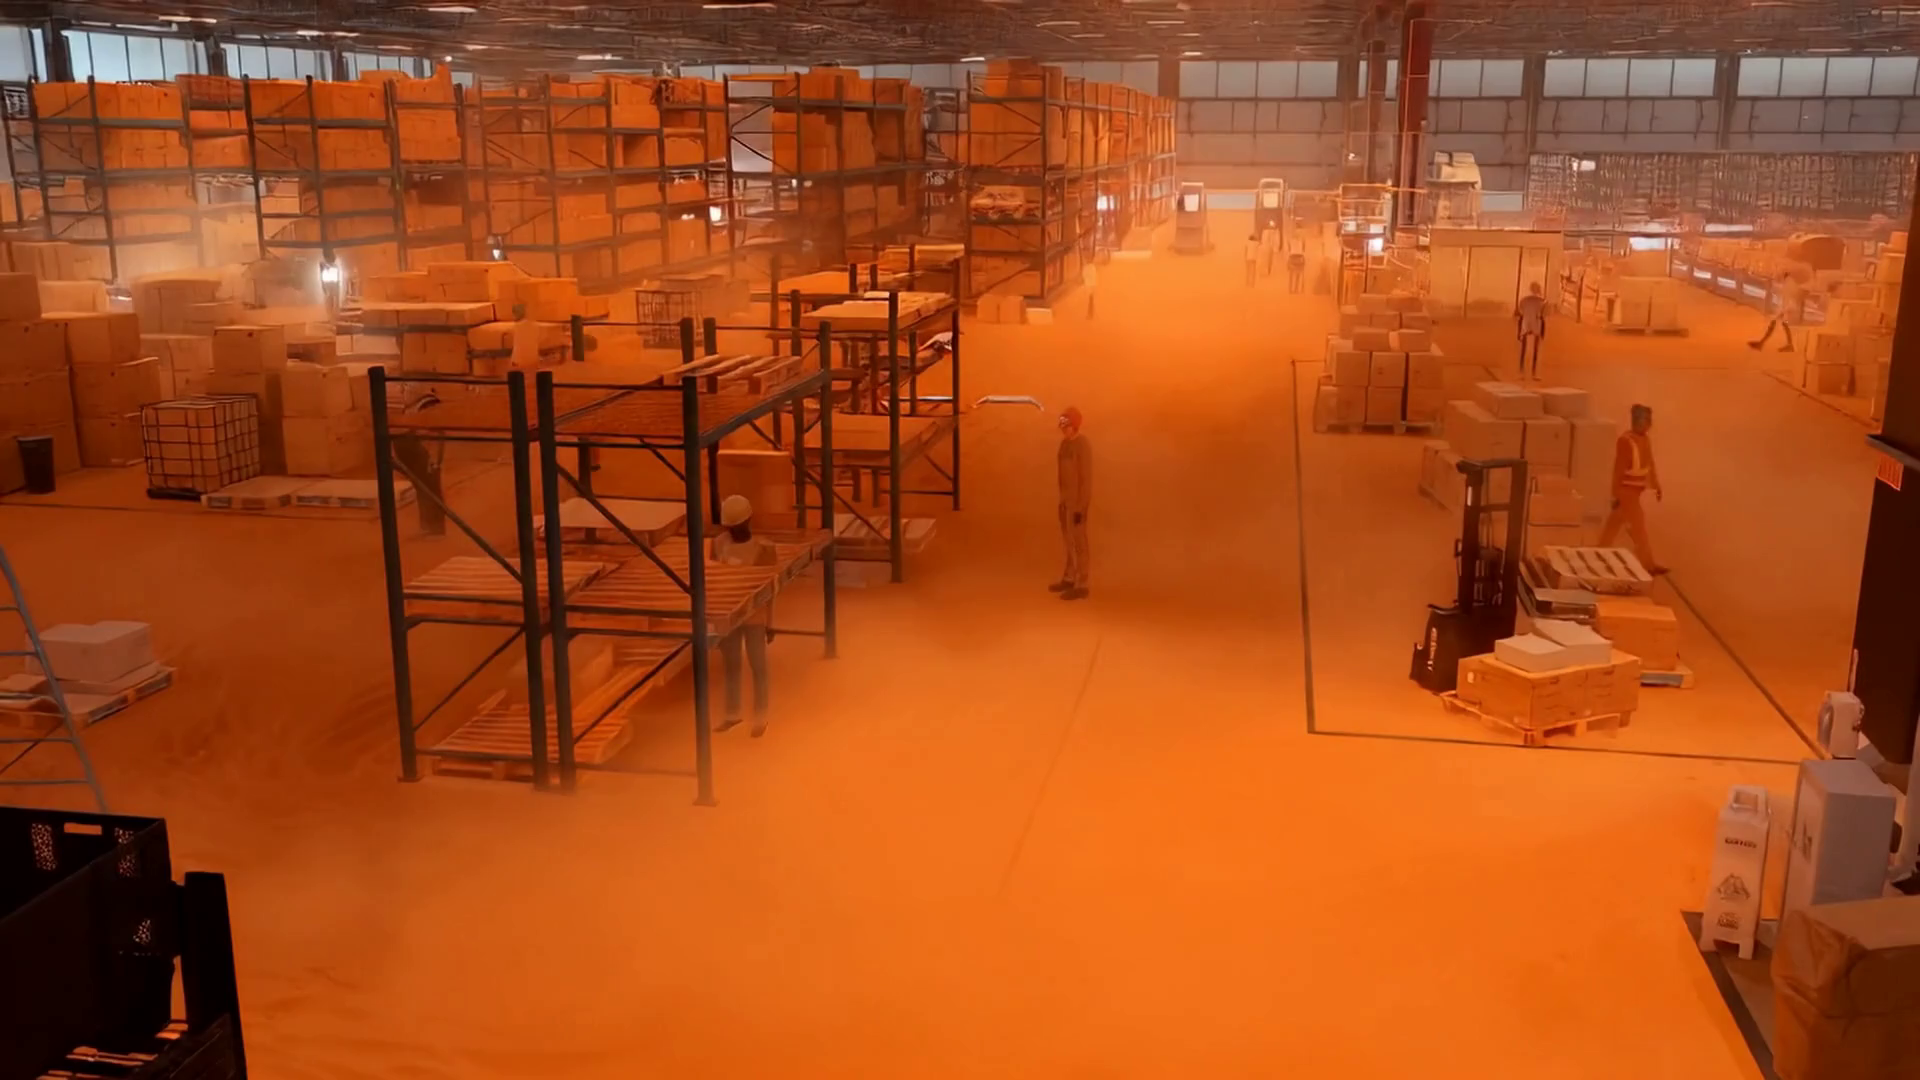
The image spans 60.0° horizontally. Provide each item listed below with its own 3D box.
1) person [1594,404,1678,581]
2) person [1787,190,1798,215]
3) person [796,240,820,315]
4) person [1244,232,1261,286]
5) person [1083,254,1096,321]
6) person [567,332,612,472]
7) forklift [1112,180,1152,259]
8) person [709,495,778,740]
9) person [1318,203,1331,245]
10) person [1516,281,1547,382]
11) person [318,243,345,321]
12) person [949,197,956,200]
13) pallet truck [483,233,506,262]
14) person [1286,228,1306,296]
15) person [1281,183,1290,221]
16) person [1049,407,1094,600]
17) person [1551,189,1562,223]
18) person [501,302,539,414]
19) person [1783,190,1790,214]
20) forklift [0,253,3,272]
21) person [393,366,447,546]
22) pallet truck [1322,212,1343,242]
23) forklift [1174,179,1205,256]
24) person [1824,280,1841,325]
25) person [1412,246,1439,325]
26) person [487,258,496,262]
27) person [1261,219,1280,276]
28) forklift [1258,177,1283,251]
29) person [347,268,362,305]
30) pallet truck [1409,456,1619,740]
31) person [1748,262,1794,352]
[{"bbox_3d":[7.105,-0.509,17.403,0.969,1.831,0.601,11,18,39],"label":"person"},{"bbox_3d":[40.138,-15.965,80.260,0.616,1.795,0.617,9,16,32],"label":"person"},{"bbox_3d":[-3.745,-6.399,41.008,0.622,1.992,0.376,-4,15,-18],"label":"person"},{"bbox_3d":[8.818,-8.464,50.160,0.499,1.622,0.379,2,14,6],"label":"person"},{"bbox_3d":[3.203,-6.238,41.083,0.306,1.639,0.523,0,14,1],"label":"person"},{"bbox_3d":[-5.067,-1.922,23.013,0.636,1.910,0.785,1,14,6],"label":"person"},{"bbox_3d":[6.082,-11.722,60.796,1.873,2.768,1.129,2,14,9],"label":"forklift"},{"bbox_3d":[-1.678,0.584,12.804,0.585,1.922,0.372,5,15,18],"label":"person"},{"bbox_3d":[14.949,-12.930,68.115,0.516,1.701,0.857,-10,17,-36],"label":"person"},{"bbox_3d":[10.684,-3.890,31.077,0.531,1.870,0.317,6,15,23],"label":"person"},{"bbox_3d":[-15.471,-6.356,41.014,0.587,1.911,0.397,-8,16,-28],"label":"person"},{"bbox_3d":[-0.466,-18.541,90.898,0.583,1.703,0.899,1,14,3],"label":"person"},{"bbox_3d":[-11.832,-7.026,43.548,1.885,1.965,0.823,8,16,28],"label":"pallet truck"},{"bbox_3d":[9.587,-7.948,47.513,0.554,1.881,0.994,2,14,9],"label":"person"},{"bbox_3d":[16.937,-17.605,86.646,0.452,1.916,0.643,8,16,29],"label":"person"},{"bbox_3d":[1.135,-0.371,16.648,0.377,1.940,0.627,-3,14,-13],"label":"person"},{"bbox_3d":[28.630,-15.919,79.693,0.612,1.975,0.631,-2,14,-10],"label":"person"},{"bbox_3d":[-7.160,-2.903,27.015,0.979,1.889,0.659,0,14,-1],"label":"person"},{"bbox_3d":[39.815,-15.957,80.150,0.462,1.823,0.589,0,14,1],"label":"person"},{"bbox_3d":[-21.270,-5.662,36.193,1.873,2.768,1.129,2,14,10],"label":"forklift"},{"bbox_3d":[-6.118,-0.952,18.796,0.537,2.000,0.689,-10,17,-36],"label":"person"},{"bbox_3d":[15.874,-13.227,70.310,0.680,1.201,1.601,10,17,35],"label":"pallet truck"},{"bbox_3d":[8.683,-12.160,62.575,1.129,2.768,1.873,3,14,10],"label":"forklift"},{"bbox_3d":[17.186,-4.239,32.739,0.504,1.753,0.528,5,15,19],"label":"person"},{"bbox_3d":[11.156,-6.167,40.297,0.547,1.895,0.997,-11,17,-37],"label":"person"},{"bbox_3d":[-11.054,-5.790,39.172,0.665,1.672,0.561,-1,14,-4],"label":"person"},{"bbox_3d":[10.033,-9.453,53.766,0.622,1.816,0.431,1,14,5],"label":"person"},{"bbox_3d":[12.083,-12.747,64.956,1.129,2.768,1.873,3,14,10],"label":"forklift"},{"bbox_3d":[-13.654,-5.331,37.488,0.862,1.596,0.532,-10,17,-35],"label":"person"},{"bbox_3d":[4.504,0.400,13.395,0.823,1.965,1.885,-6,15,-23],"label":"pallet truck"},{"bbox_3d":[17.303,-4.932,35.253,0.948,1.892,0.571,6,15,23],"label":"person"}]
